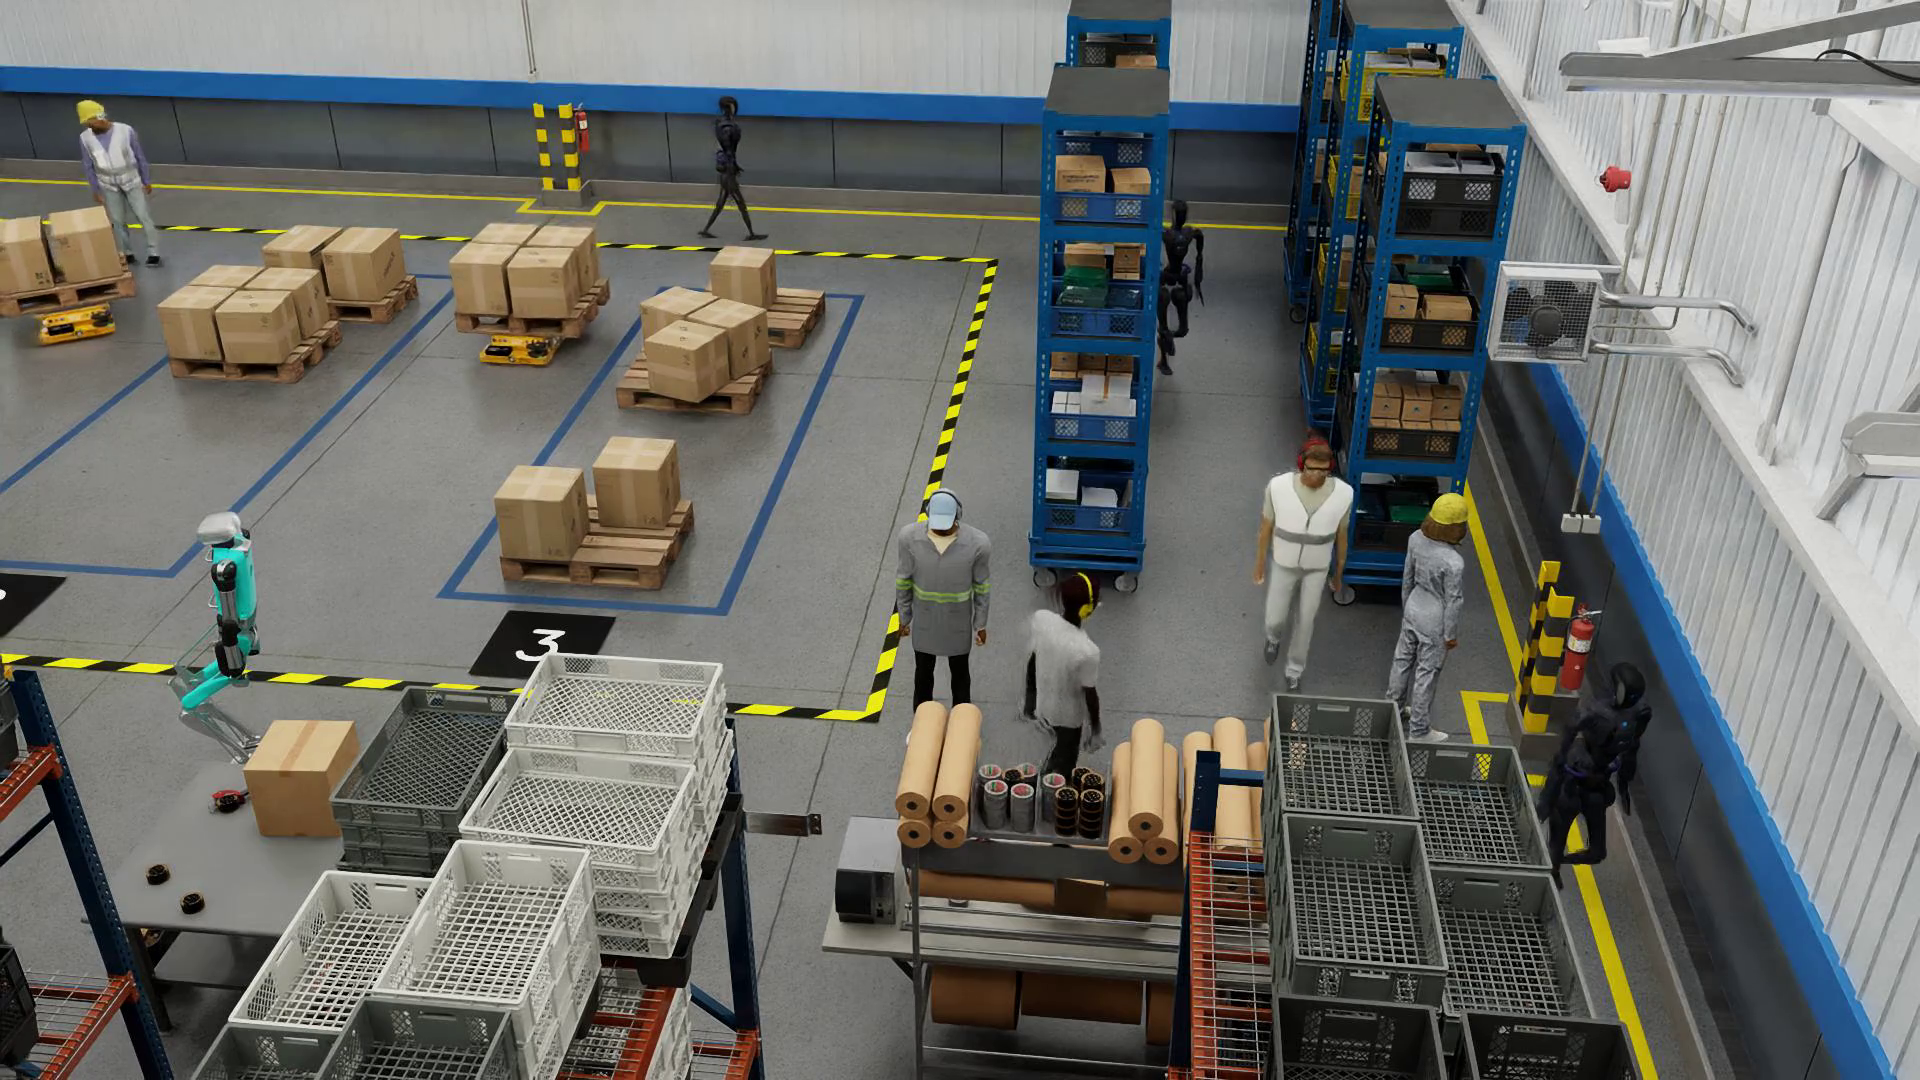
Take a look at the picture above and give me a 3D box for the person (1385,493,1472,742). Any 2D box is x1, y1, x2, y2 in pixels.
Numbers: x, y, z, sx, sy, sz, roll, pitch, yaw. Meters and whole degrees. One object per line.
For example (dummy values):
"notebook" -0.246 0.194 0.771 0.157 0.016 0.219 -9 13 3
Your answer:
"person" 2.941 0.481 10.379 0.295 1.743 0.489 -13 33 -22

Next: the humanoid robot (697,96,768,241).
"humanoid robot" -2.565 -4.091 18.359 0.790 1.629 0.607 -3 30 -4

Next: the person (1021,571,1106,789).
"person" 0.607 0.970 9.437 0.429 1.845 0.534 -22 37 -33

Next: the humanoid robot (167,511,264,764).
"humanoid robot" -4.519 0.624 10.008 0.735 1.677 0.533 -5 31 -9

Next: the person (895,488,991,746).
"person" -0.111 0.487 10.266 0.588 1.849 0.395 4 30 6

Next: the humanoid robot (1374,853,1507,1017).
"humanoid robot" 2.228 2.096 7.665 0.597 1.642 0.401 7 31 12

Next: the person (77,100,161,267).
"person" -8.921 -3.773 17.665 0.620 1.796 0.429 -6 31 -11

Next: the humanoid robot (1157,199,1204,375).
"humanoid robot" 1.934 -2.378 15.359 0.613 1.638 0.505 -6 31 -11

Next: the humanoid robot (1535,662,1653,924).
"humanoid robot" 3.357 1.326 8.997 0.609 1.629 0.392 -10 32 -17

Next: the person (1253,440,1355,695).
"person" 2.217 0.161 10.839 0.594 1.832 0.467 3 30 5

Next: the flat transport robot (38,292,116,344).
"flat transport robot" -8.922 -2.356 16.693 0.652 0.197 1.431 -16 34 -25

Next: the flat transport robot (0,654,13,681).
"flat transport robot" -7.142 0.969 11.010 1.431 0.231 0.659 3 30 6

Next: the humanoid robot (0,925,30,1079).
"humanoid robot" -4.698 2.048 7.764 0.584 1.644 0.399 0 30 -1

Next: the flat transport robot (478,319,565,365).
"flat transport robot" -4.138 -2.094 16.242 0.652 0.197 1.431 3 30 6
